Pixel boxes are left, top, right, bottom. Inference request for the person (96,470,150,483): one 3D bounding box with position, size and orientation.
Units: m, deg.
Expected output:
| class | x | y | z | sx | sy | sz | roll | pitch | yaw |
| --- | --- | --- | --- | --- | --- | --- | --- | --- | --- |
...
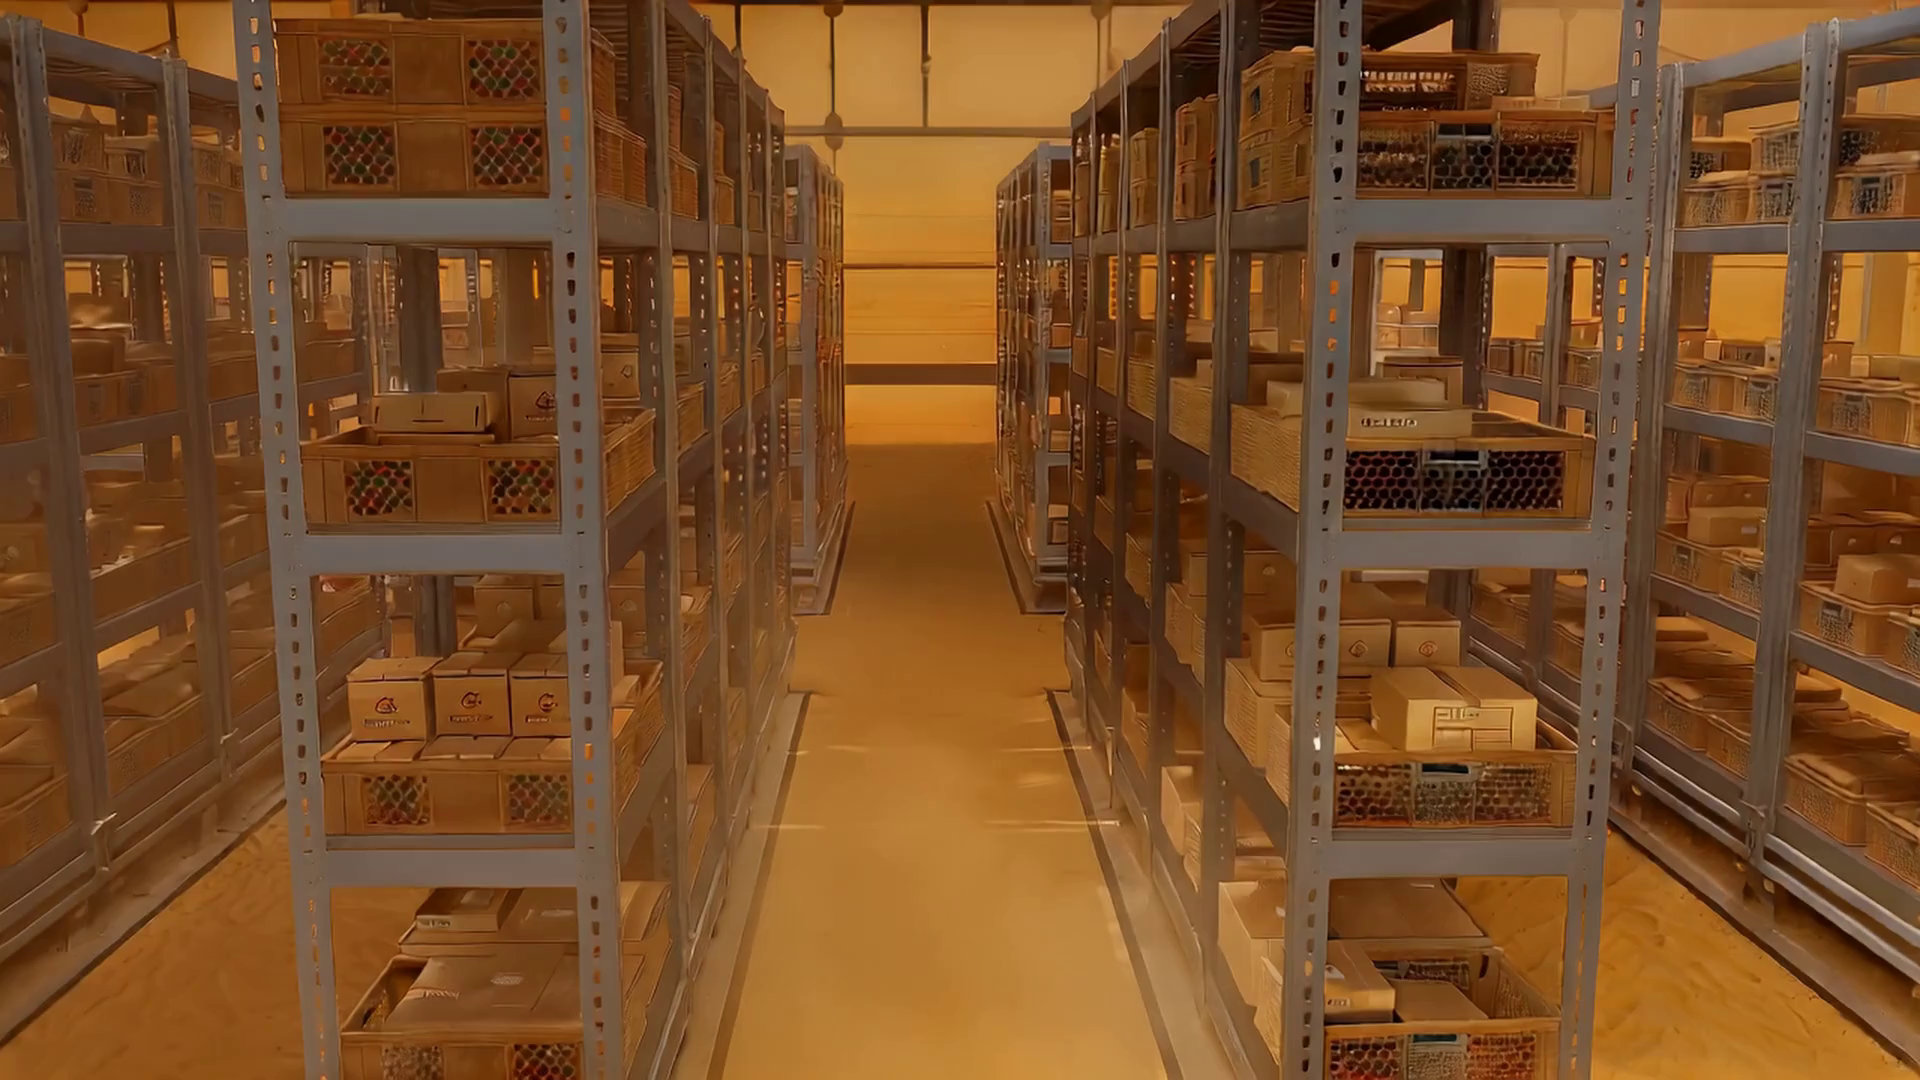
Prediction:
| class | x | y | z | sx | sy | sz | roll | pitch | yaw |
| --- | --- | --- | --- | --- | --- | --- | --- | --- | --- |
| person | -7.699 | -0.715 | 15.298 | 0.584 | 1.788 | 1.009 | -1 | 9 | -5 |
